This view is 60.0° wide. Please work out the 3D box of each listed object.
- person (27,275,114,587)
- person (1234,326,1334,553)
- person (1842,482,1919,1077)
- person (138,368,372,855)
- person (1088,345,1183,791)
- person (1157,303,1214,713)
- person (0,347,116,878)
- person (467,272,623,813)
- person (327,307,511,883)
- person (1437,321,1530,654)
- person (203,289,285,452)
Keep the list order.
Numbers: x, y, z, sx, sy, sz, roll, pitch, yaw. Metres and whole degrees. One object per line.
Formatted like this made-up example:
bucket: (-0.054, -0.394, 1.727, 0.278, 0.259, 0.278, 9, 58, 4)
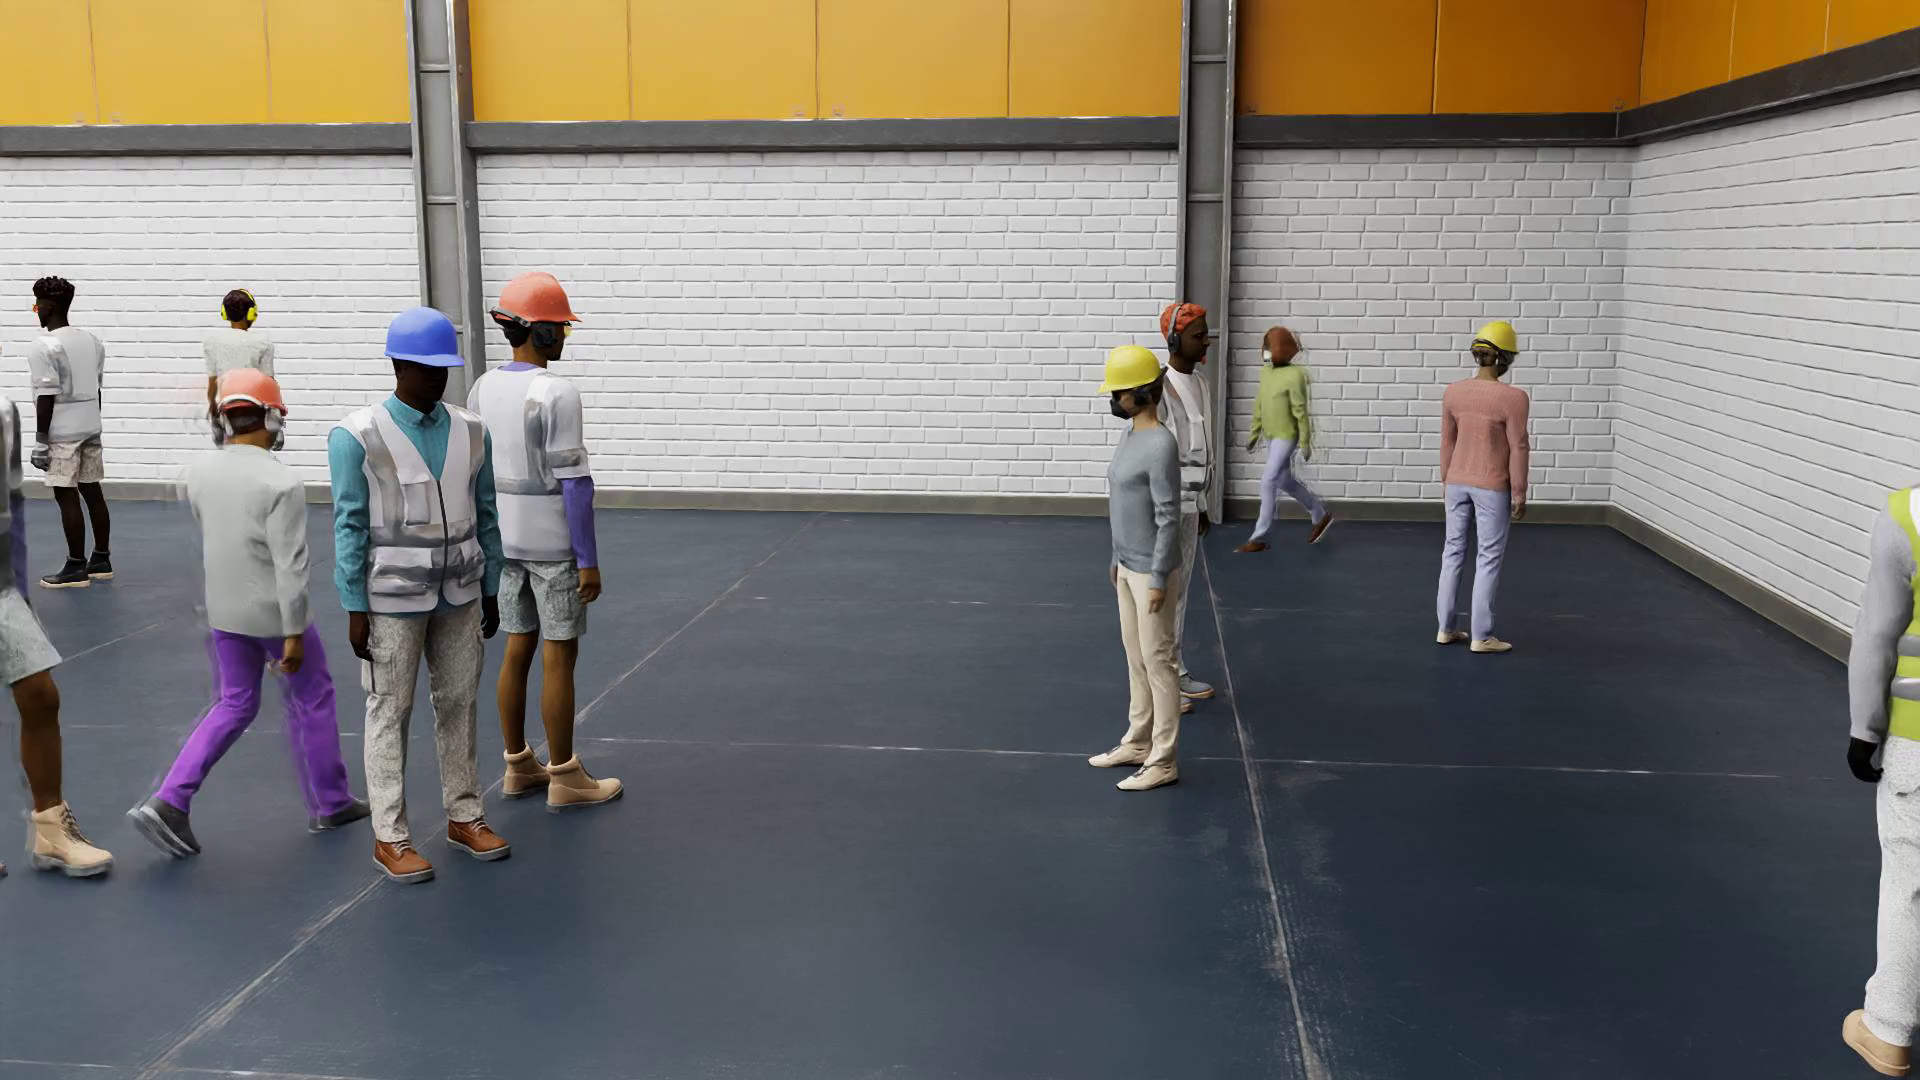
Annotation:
person: (-5.652, -0.683, 10.534, 0.367, 1.966, 0.606, 1, 10, 7)
person: (2.333, -0.716, 11.776, 0.801, 1.606, 0.500, -3, 10, -18)
person: (2.589, 0.485, 4.234, 0.626, 1.836, 0.430, 2, 10, 12)
person: (-2.532, 0.252, 5.916, 0.552, 1.716, 0.757, 5, 11, 25)
person: (0.704, 0.112, 6.582, 0.337, 1.759, 0.525, -2, 10, -12)
person: (1.006, -0.154, 7.746, 0.357, 1.883, 0.573, 6, 12, 31)
person: (-3.212, 0.189, 5.426, 0.808, 2.003, 0.633, 4, 11, 22)
person: (-1.583, 0.014, 6.329, 0.607, 2.044, 0.374, 8, 12, 37)
person: (-1.819, 0.184, 5.660, 0.415, 1.939, 0.605, 9, 13, 41)
person: (2.778, -0.274, 8.809, 0.342, 1.754, 0.530, -8, 12, -37)
person: (-4.923, -0.795, 11.491, 0.509, 1.860, 0.318, 0, 10, 2)
